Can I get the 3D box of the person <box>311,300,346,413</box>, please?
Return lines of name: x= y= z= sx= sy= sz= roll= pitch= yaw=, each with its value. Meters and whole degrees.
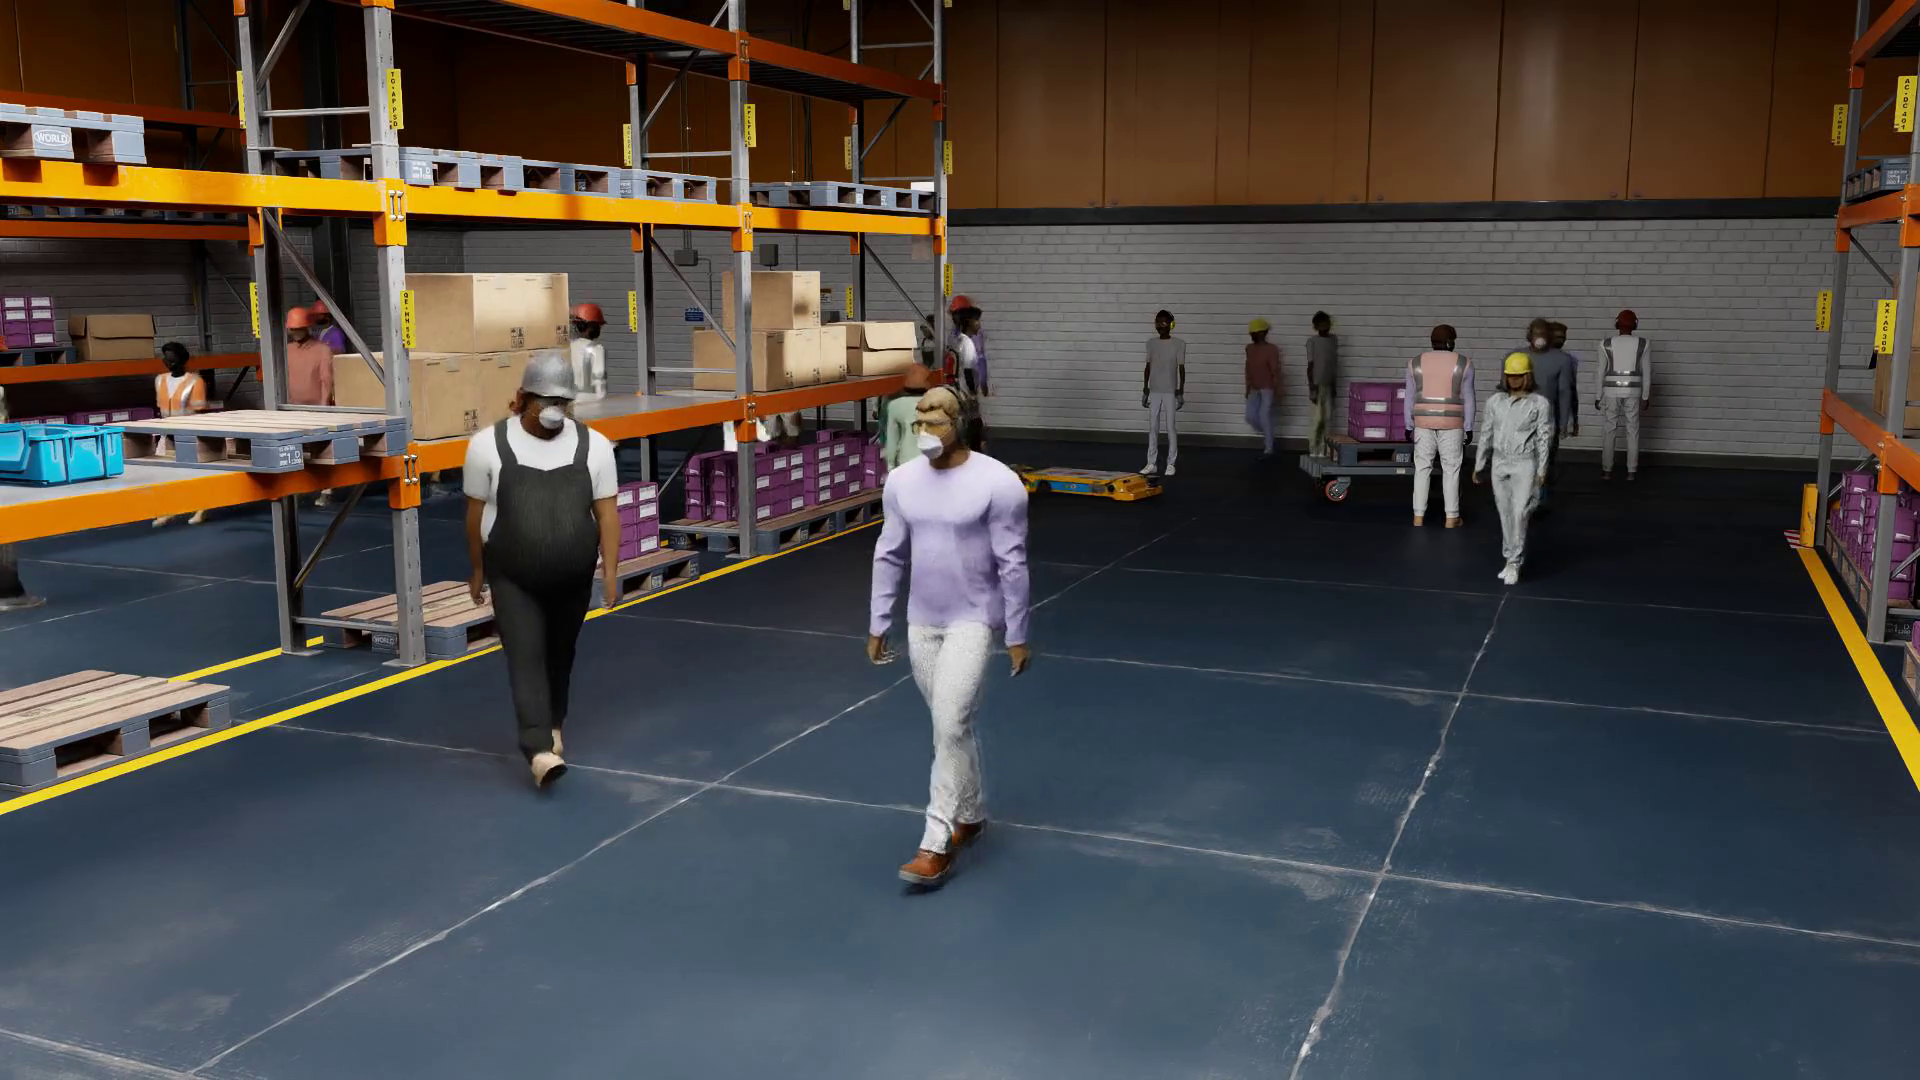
person: x=-8.042 y=-2.086 z=21.195 sx=0.551 sy=1.935 sz=0.375 roll=9 pitch=13 yaw=42

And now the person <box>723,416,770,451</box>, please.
person: x=-2.455 y=-1.677 z=19.094 sx=0.626 sy=1.821 sz=0.820 roll=8 pitch=12 yaw=41

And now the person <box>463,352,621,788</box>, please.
person: x=-1.905 y=0.090 z=7.699 sx=0.695 sy=2.000 sz=1.073 roll=-4 pitch=10 yaw=-23

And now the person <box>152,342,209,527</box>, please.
person: x=-7.073 y=-0.942 z=15.011 sx=0.549 sy=1.670 sz=0.679 roll=2 pitch=10 yaw=12

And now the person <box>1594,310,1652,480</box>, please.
person: x=7.324 y=-1.595 z=18.386 sx=0.574 sy=1.883 sz=0.355 roll=3 pitch=10 yaw=20

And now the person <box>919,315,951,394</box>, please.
person: x=-0.290 y=-1.876 z=20.434 sx=1.035 sy=1.777 sz=0.588 roll=-7 pitch=12 yaw=-38

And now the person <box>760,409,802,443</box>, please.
person: x=-1.915 y=-1.411 z=17.209 sx=0.557 sy=1.917 sz=0.751 roll=7 pitch=12 yaw=35

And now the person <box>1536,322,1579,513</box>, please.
person: x=5.643 y=-1.160 z=15.901 sx=0.585 sy=1.826 sz=0.574 roll=-1 pitch=9 yaw=-7

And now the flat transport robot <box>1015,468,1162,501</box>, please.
flat transport robot: x=1.297 y=-0.588 z=17.153 sx=1.431 sy=0.197 sz=0.652 roll=6 pitch=11 yaw=32

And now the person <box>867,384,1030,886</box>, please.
person: x=-0.116 y=0.362 z=6.447 sx=0.647 sy=1.904 sz=0.859 roll=7 pitch=11 yaw=35

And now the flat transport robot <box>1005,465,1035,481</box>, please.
flat transport robot: x=0.099 y=-0.726 z=17.989 sx=1.431 sy=0.197 sz=0.652 roll=9 pitch=13 yaw=44

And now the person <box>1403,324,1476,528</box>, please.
person: x=4.353 y=-1.032 z=15.104 sx=0.634 sy=1.839 sz=0.429 roll=4 pitch=10 yaw=25

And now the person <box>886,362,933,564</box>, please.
person: x=-0.343 y=-0.587 z=13.095 sx=0.503 sy=1.615 sz=0.640 roll=2 pitch=9 yaw=9

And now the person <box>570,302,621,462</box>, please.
person: x=-3.400 y=-1.172 z=15.373 sx=0.644 sy=2.028 sz=0.421 roll=8 pitch=12 yaw=40

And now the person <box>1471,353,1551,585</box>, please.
person: x=4.087 y=-0.529 z=12.400 sx=0.501 sy=1.717 sz=0.710 roll=8 pitch=12 yaw=40

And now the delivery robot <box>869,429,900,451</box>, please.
delivery robot: x=-0.860 y=-0.992 z=18.459 sx=0.707 sy=0.478 sz=0.477 roll=6 pitch=11 yaw=32

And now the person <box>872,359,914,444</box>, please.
person: x=-0.725 y=-1.442 z=17.843 sx=0.533 sy=1.759 sz=0.343 roll=-7 pitch=11 yaw=-35

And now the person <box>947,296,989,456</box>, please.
person: x=-0.040 y=-1.952 z=20.212 sx=1.028 sy=1.993 sz=0.633 roll=-5 pitch=11 yaw=-27

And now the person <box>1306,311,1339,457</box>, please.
person: x=4.433 y=-1.855 z=20.133 sx=0.702 sy=1.828 sz=0.395 roll=-7 pitch=12 yaw=-37

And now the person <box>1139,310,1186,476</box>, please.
person: x=2.295 y=-1.664 z=18.842 sx=0.508 sy=1.872 sz=0.329 roll=5 pitch=11 yaw=28

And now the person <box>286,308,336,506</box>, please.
person: x=-6.360 y=-1.260 z=16.118 sx=0.616 sy=1.951 sz=0.920 roll=1 pitch=9 yaw=8

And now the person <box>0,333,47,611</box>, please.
person: x=-6.681 y=-0.466 z=11.284 sx=0.624 sy=1.973 sz=0.645 roll=7 pitch=12 yaw=36

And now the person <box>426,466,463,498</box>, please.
person: x=-5.203 y=-1.402 z=17.183 sx=0.564 sy=1.887 sz=0.966 roll=5 pitch=11 yaw=29

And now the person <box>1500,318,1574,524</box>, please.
person: x=5.361 y=-1.121 z=15.529 sx=0.642 sy=1.886 sz=1.042 roll=4 pitch=10 yaw=23

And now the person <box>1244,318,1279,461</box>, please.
person: x=3.656 y=-1.832 z=20.233 sx=0.446 sy=1.740 sz=0.579 roll=-6 pitch=11 yaw=-32

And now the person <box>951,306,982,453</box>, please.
person: x=-0.034 y=-1.675 z=18.738 sx=0.882 sy=1.934 sz=0.609 roll=0 pitch=9 yaw=-1
